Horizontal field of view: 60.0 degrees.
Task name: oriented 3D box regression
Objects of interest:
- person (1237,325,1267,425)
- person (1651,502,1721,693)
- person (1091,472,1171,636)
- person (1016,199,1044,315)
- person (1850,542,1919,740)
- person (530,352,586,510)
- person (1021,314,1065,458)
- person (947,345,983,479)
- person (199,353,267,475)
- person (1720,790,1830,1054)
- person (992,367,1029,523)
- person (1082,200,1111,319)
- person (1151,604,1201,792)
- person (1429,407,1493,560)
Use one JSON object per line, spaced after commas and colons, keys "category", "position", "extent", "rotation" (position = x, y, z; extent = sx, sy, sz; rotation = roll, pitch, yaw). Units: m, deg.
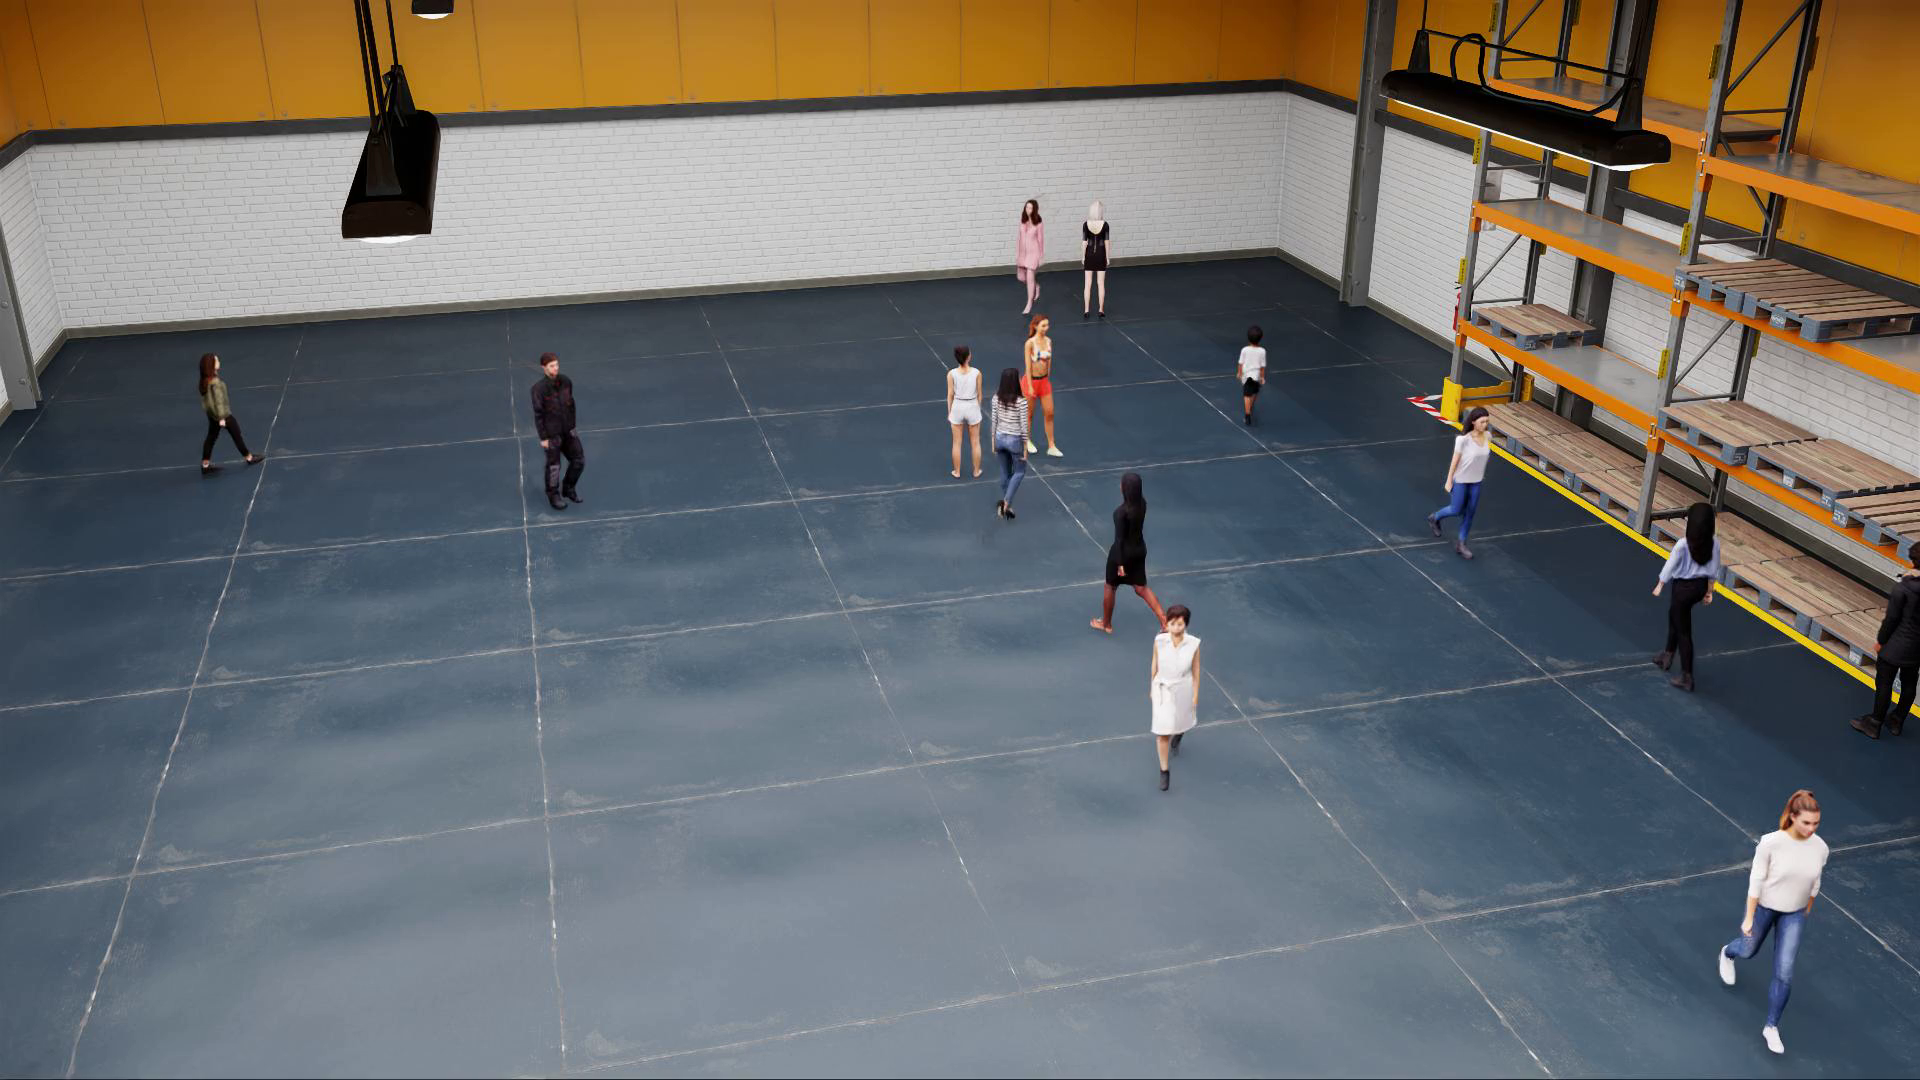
{"category": "person", "position": [3.738, -2.087, 21.281], "extent": [0.647, 1.224, 0.915], "rotation": [1, 24, 1]}
{"category": "person", "position": [6.474, 0.538, 14.654], "extent": [0.700, 1.722, 0.848], "rotation": [-10, 25, -21]}
{"category": "person", "position": [1.643, 0.189, 15.493], "extent": [1.221, 1.691, 1.021], "rotation": [20, 31, 38]}
{"category": "person", "position": [1.133, -4.440, 25.963], "extent": [0.893, 1.784, 0.930], "rotation": [16, 29, 33]}
{"category": "person", "position": [7.895, 0.839, 13.892], "extent": [0.631, 1.781, 0.620], "rotation": [-4, 24, -9]}
{"category": "person", "position": [-4.554, -1.232, 18.575], "extent": [0.882, 1.825, 0.856], "rotation": [18, 29, 35]}
{"category": "person", "position": [0.863, -1.894, 20.157], "extent": [0.741, 1.770, 0.970], "rotation": [-13, 27, -28]}
{"category": "person", "position": [0.058, -1.508, 19.465], "extent": [0.617, 1.619, 0.588], "rotation": [0, 24, 0]}
{"category": "person", "position": [-8.787, -1.451, 19.560], "extent": [0.956, 1.438, 1.010], "rotation": [-21, 31, -40]}
{"category": "person", "position": [5.155, 2.332, 10.590], "extent": [0.913, 1.690, 1.184], "rotation": [4, 24, 8]}
{"category": "person", "position": [0.505, -0.980, 18.051], "extent": [0.843, 1.784, 0.924], "rotation": [10, 26, 22]}
{"category": "person", "position": [2.092, -4.337, 25.671], "extent": [0.648, 1.830, 0.624], "rotation": [3, 24, 7]}
{"category": "person", "position": [1.728, 1.203, 13.371], "extent": [0.799, 1.532, 1.040], "rotation": [4, 24, 8]}
{"category": "person", "position": [5.239, -0.630, 17.408], "extent": [0.698, 1.656, 0.921], "rotation": [-10, 26, -22]}
